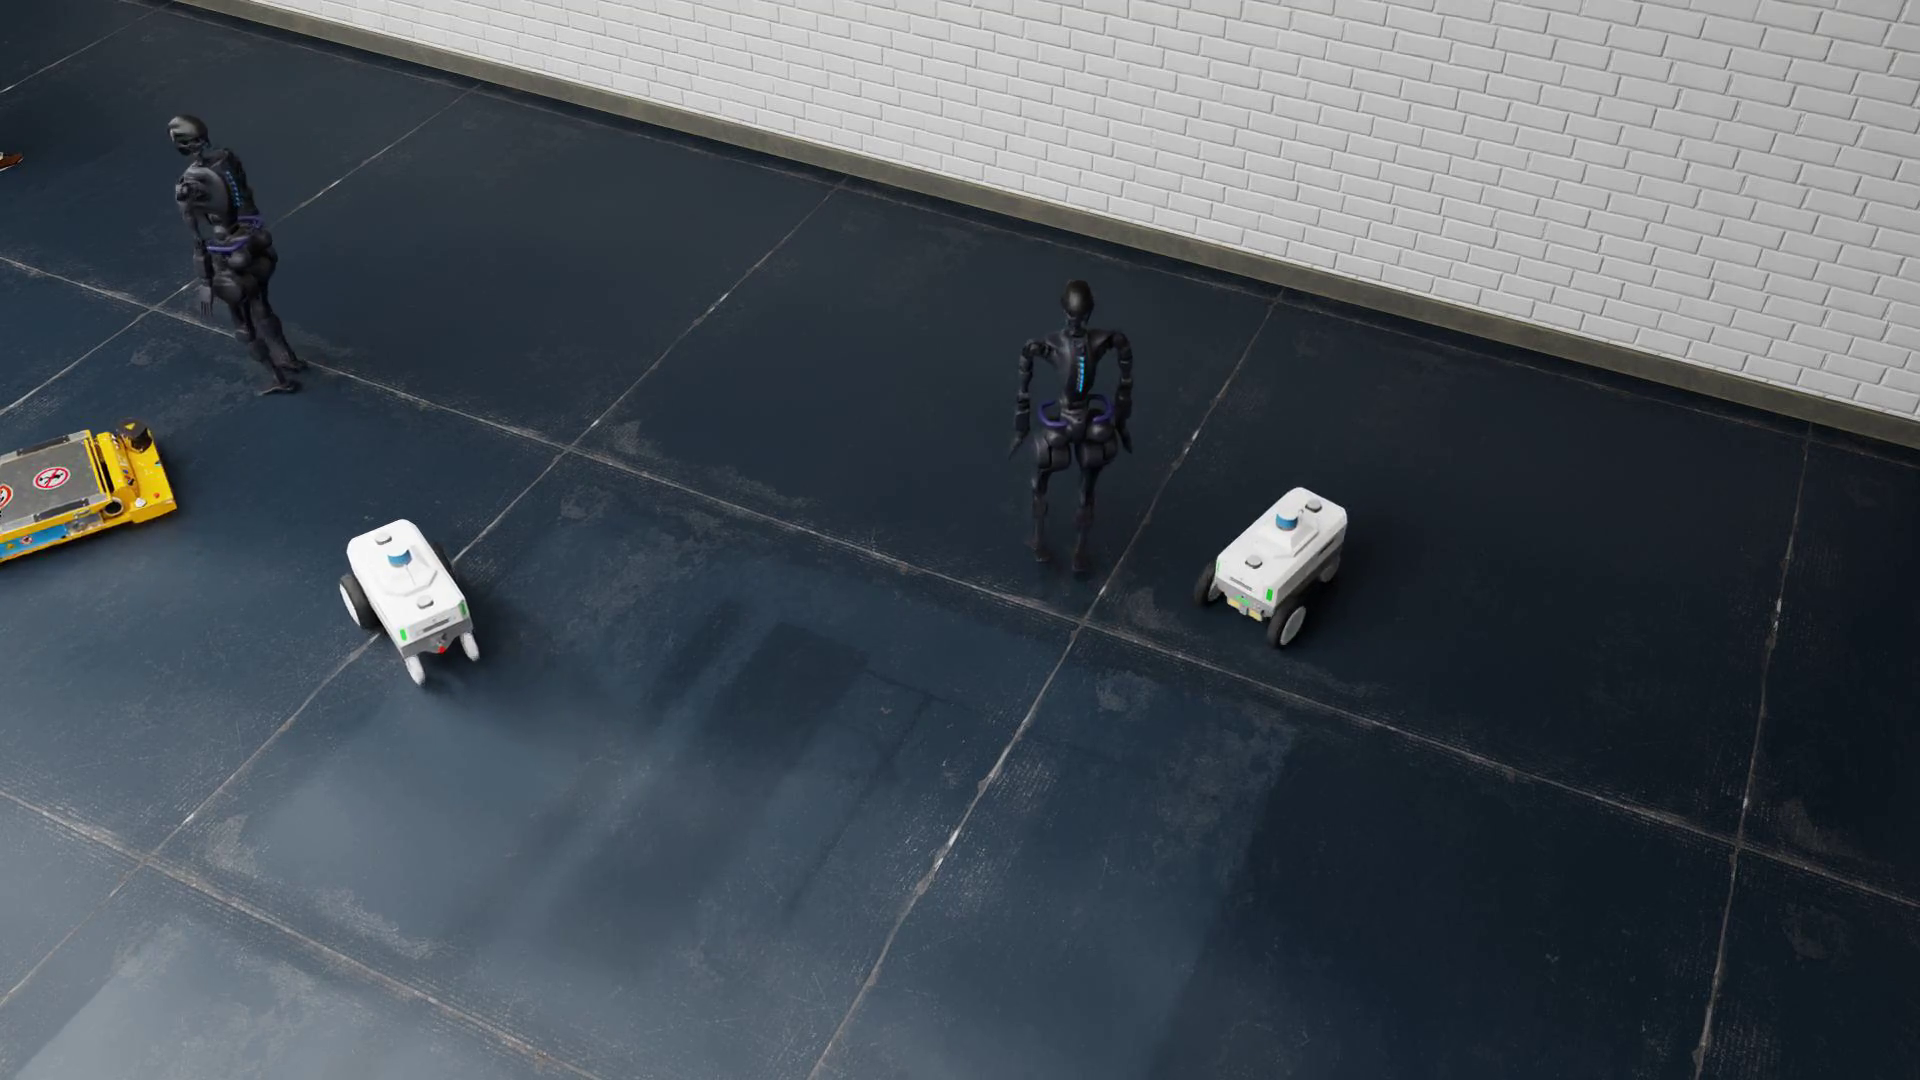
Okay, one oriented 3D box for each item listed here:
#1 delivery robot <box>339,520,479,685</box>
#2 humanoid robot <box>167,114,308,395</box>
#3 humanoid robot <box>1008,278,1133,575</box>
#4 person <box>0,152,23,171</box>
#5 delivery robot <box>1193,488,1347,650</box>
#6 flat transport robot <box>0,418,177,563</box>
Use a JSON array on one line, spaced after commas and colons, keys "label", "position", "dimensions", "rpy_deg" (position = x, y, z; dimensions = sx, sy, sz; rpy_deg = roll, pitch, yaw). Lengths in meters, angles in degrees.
[{"label": "delivery robot", "position": [-2.562, 0.252, 7.763], "dimensions": [0.499, 0.580, 0.756], "rpy_deg": [-25, 49, -25]}, {"label": "humanoid robot", "position": [-3.841, -1.495, 8.837], "dimensions": [0.311, 1.650, 0.609], "rpy_deg": [8, 43, 9]}, {"label": "humanoid robot", "position": [0.523, -0.536, 7.794], "dimensions": [0.600, 1.650, 0.421], "rpy_deg": [-8, 43, -8]}, {"label": "person", "position": [-6.531, -3.110, 10.605], "dimensions": [0.497, 1.633, 0.283], "rpy_deg": [9, 44, 9]}, {"label": "delivery robot", "position": [1.527, 0.078, 7.938], "dimensions": [0.499, 0.563, 0.738], "rpy_deg": [31, 51, 29]}, {"label": "flat transport robot", "position": [-4.797, -0.160, 8.428], "dimensions": [1.431, 0.231, 0.659], "rpy_deg": [-22, 47, -22]}]
